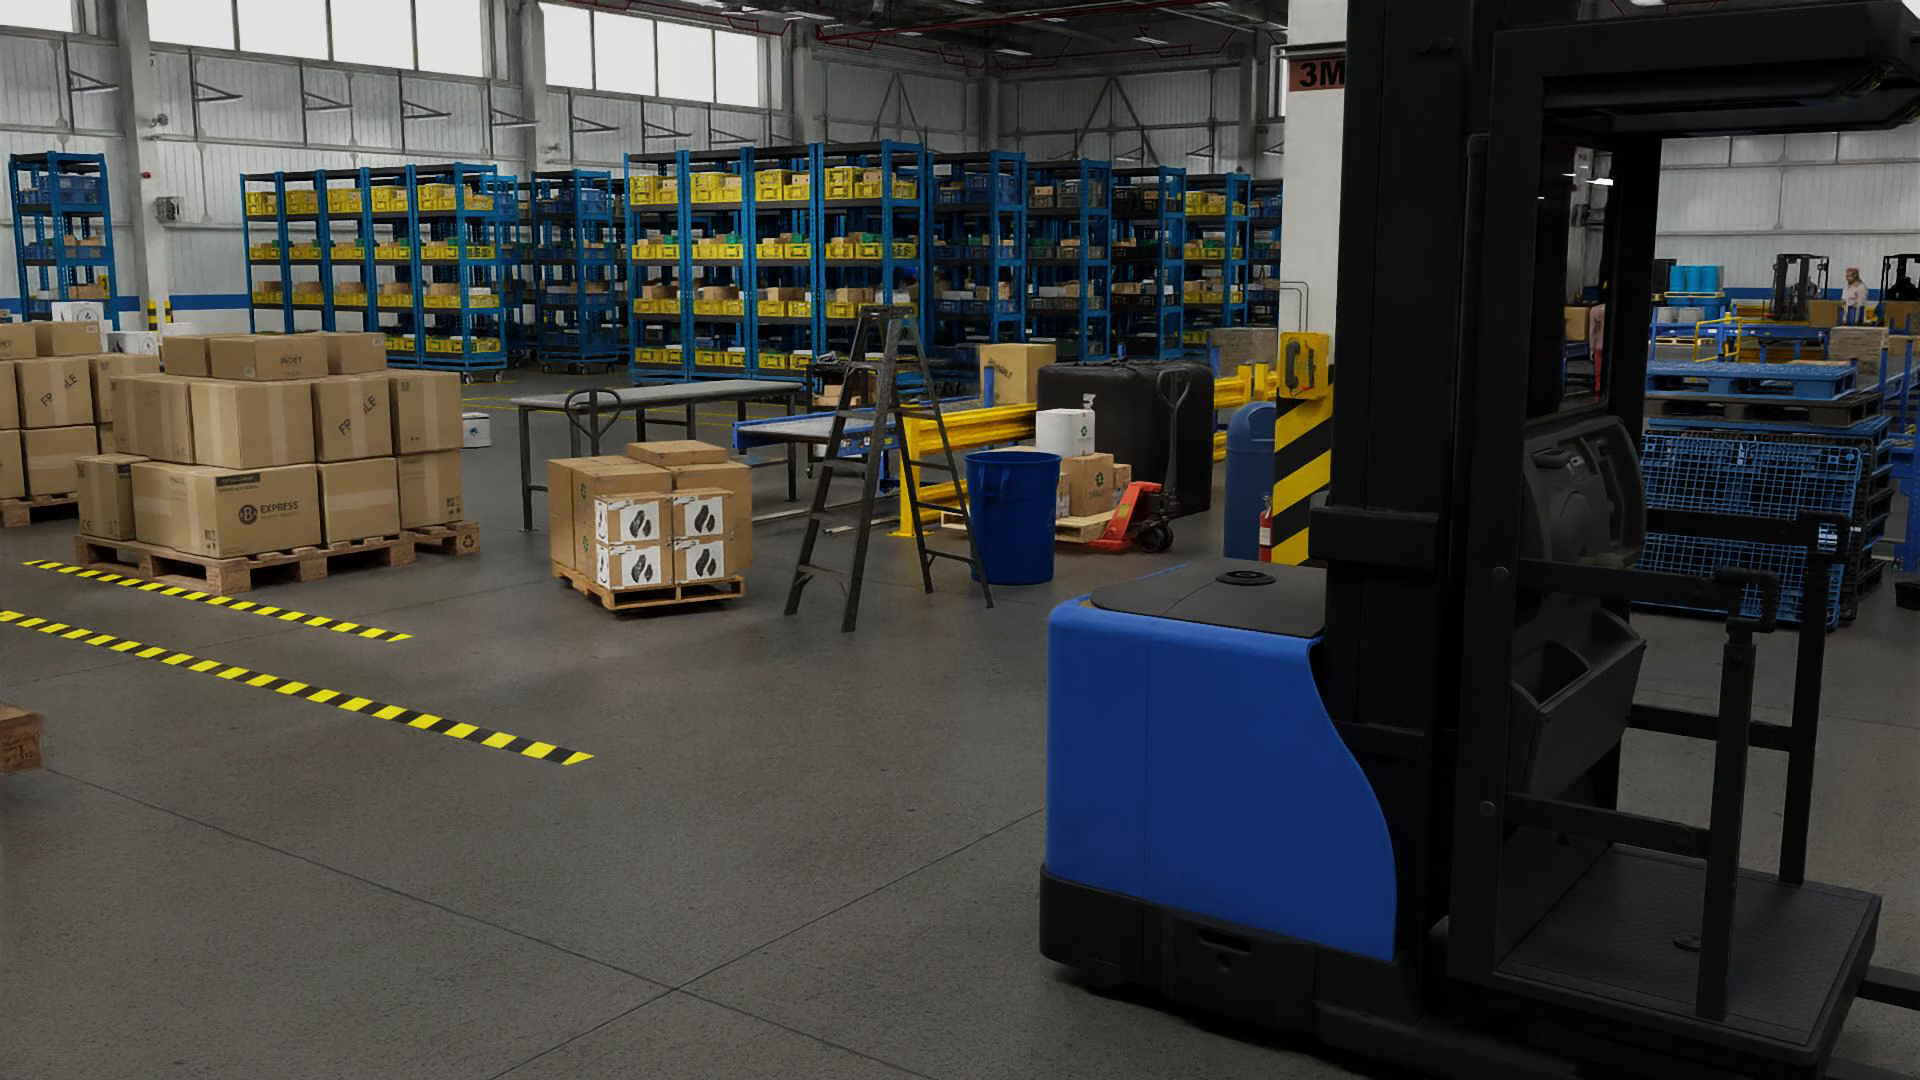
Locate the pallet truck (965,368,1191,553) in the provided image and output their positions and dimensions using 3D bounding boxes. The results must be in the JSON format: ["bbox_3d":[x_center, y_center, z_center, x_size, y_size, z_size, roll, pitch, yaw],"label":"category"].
[{"bbox_3d":[0.845,-0.609,11.869,1.630,1.274,0.653,7,12,35],"label":"pallet truck"}]

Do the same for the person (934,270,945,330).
[{"bbox_3d":[-0.333,-5.067,36.869,0.532,1.813,0.617,-4,10,-23],"label":"person"}]

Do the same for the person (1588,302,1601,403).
[{"bbox_3d":[9.107,-2.778,23.402,0.533,1.768,0.311,4,11,25],"label":"person"}]

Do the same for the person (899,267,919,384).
[{"bbox_3d":[-0.826,-3.524,27.332,0.439,1.935,0.644,5,11,27],"label":"person"}]

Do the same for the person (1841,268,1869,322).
[{"bbox_3d":[17.333,-4.318,32.266,0.545,1.878,0.858,0,10,0],"label":"person"}]

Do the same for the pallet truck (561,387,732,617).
[{"bbox_3d":[-1.981,-0.274,10.088,0.680,1.201,1.601,-5,11,-28],"label":"pallet truck"}]

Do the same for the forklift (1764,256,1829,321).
[{"bbox_3d":[20.253,-5.854,40.139,1.157,1.987,2.680,7,12,35],"label":"forklift"}]

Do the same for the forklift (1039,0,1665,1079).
[{"bbox_3d":[1.249,-0.137,4.360,1.873,2.768,1.129,7,12,35],"label":"forklift"}]

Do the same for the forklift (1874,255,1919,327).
[{"bbox_3d":[22.089,-5.634,38.796,1.157,1.987,2.680,6,11,33],"label":"forklift"}]
